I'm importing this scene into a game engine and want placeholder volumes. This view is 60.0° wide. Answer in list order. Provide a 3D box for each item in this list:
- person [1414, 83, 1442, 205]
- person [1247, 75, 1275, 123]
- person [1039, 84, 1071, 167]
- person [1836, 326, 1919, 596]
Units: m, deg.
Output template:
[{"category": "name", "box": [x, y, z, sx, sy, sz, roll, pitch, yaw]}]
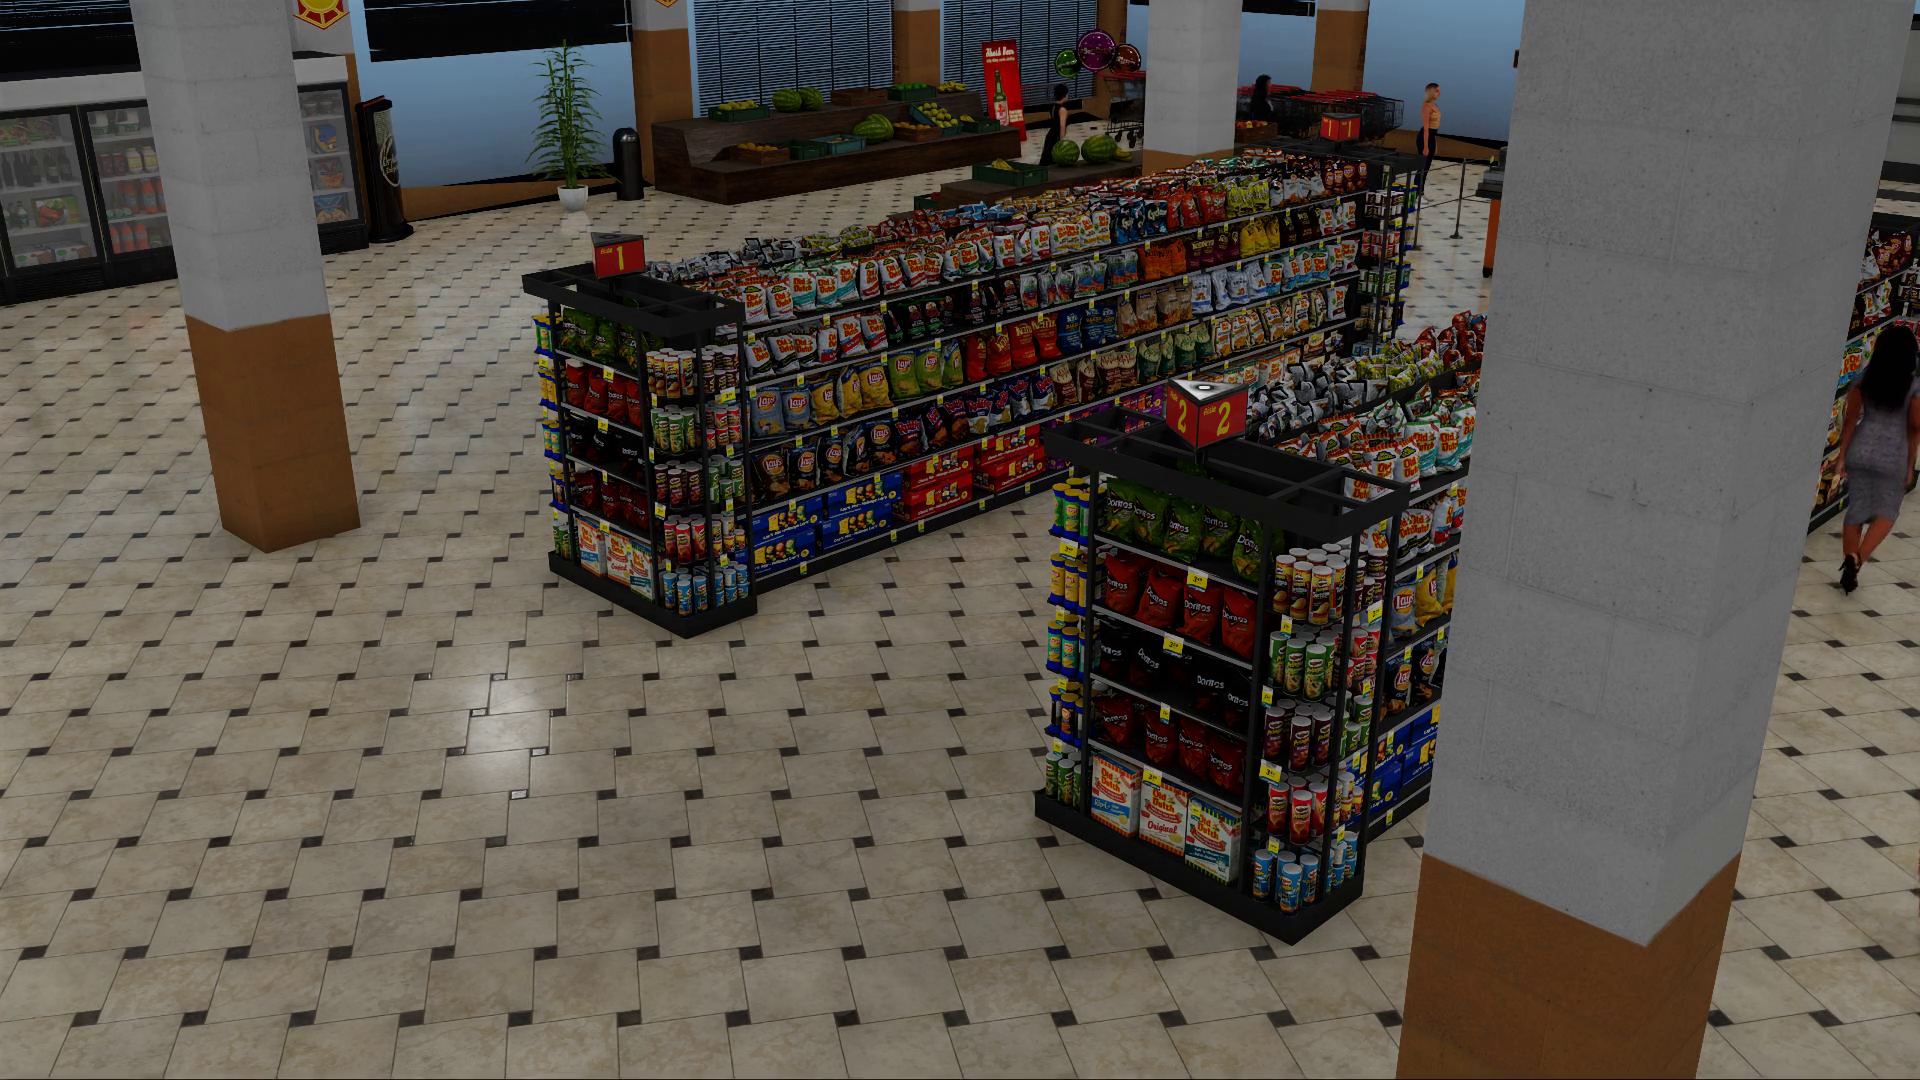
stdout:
[{"category": "person", "box": [6.512, -5.539, 23.199, 0.667, 1.629, 0.519, 14, 26, 31]}, {"category": "person", "box": [4.264, -5.961, 24.317, 1.133, 1.580, 1.122, 2, 22, 4]}, {"category": "person", "box": [1.269, -5.539, 23.302, 1.088, 1.552, 0.690, -15, 27, -34]}, {"category": "person", "box": [5.657, -0.433, 10.307, 0.616, 1.768, 0.818, 18, 28, 38]}]
